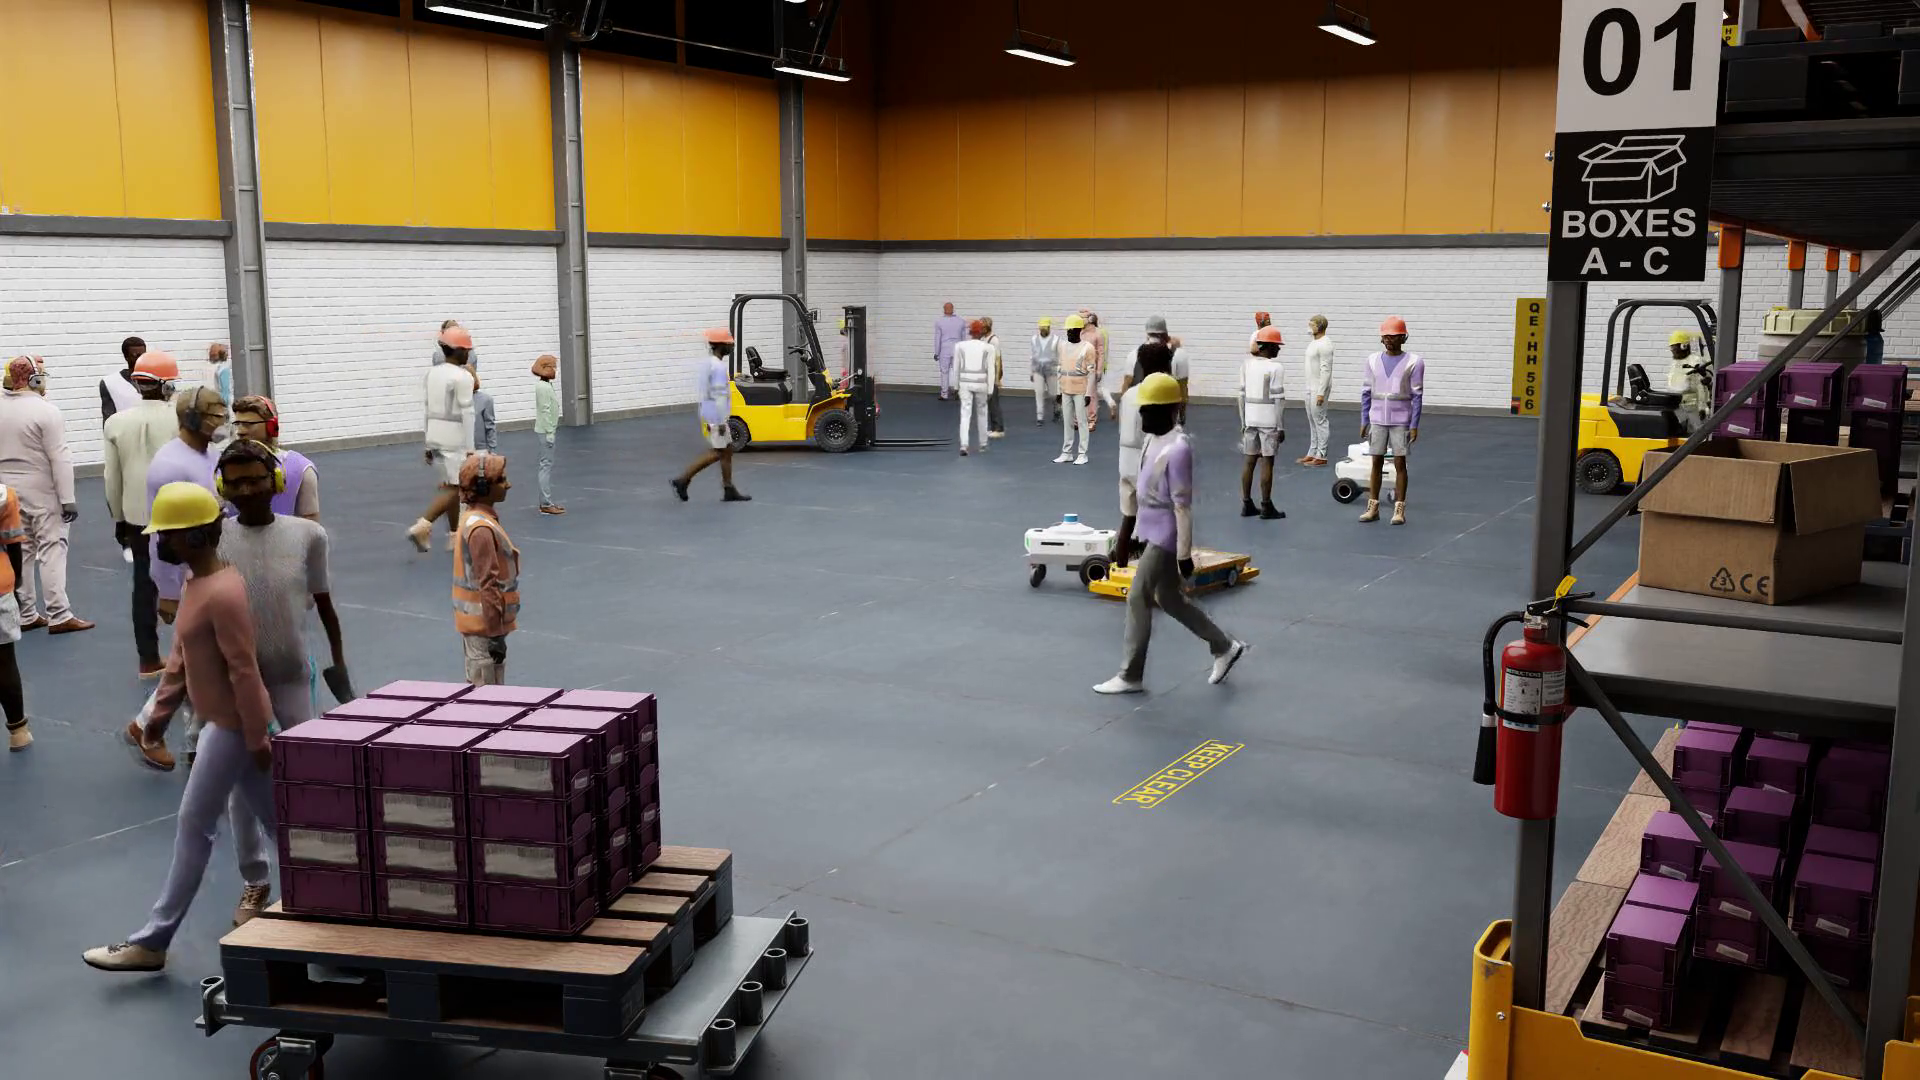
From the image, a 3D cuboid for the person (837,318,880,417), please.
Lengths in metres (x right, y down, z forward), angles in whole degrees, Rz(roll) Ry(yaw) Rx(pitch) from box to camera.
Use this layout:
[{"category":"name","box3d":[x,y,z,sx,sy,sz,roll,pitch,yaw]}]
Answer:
[{"category":"person","box3d":[-1.742,-2.759,27.181,0.772,1.738,0.525,1,9,6]}]

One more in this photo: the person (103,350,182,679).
[{"category":"person","box3d":[-4.825,-0.137,10.073,0.627,2.000,0.423,0,9,-1]}]

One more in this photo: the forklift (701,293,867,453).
[{"category":"forklift","box3d":[-2.458,-2.344,23.176,2.313,2.155,1.214,0,9,-2]}]

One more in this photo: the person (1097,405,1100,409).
[{"category":"person","box3d":[2.319,-3.214,30.149,0.542,1.696,0.316,5,11,30]}]

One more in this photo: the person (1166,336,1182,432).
[{"category":"person","box3d":[2.808,-1.868,21.931,0.310,1.640,0.514,1,9,7]}]

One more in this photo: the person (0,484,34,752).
[{"category":"person","box3d":[-5.021,0.265,8.426,0.536,1.699,0.322,-5,10,-30]}]

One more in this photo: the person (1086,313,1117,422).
[{"category":"person","box3d":[2.234,-2.837,27.417,0.713,1.819,0.650,9,12,43]}]

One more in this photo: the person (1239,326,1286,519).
[{"category":"person","box3d":[3.058,-1.180,16.712,0.370,1.933,0.550,-7,11,-37]}]

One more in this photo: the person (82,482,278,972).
[{"category":"person","box3d":[-2.698,0.657,5.893,0.866,1.719,0.516,-5,10,-29]}]

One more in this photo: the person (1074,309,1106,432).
[{"category":"person","box3d":[1.927,-2.641,25.922,0.636,1.911,0.404,5,10,29]}]

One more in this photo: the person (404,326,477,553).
[{"category":"person","box3d":[-4.485,-0.843,14.392,0.651,2.011,0.752,7,12,38]}]

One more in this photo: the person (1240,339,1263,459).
[{"category":"person","box3d":[3.929,-1.863,21.949,0.468,1.613,0.520,-5,10,-26]}]

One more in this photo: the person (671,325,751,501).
[{"category":"person","box3d":[-2.670,-1.327,17.736,0.805,1.916,0.550,-3,10,-17]}]

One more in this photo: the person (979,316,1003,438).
[{"category":"person","box3d":[0.440,-2.434,24.896,0.390,1.825,0.521,-3,10,-19]}]

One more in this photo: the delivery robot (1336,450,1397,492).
[{"category":"delivery robot","box3d":[4.403,-0.717,17.830,0.707,0.478,0.477,4,10,21]}]

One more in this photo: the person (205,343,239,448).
[{"category":"person","box3d":[-8.999,-1.611,20.427,0.541,1.591,0.831,7,12,38]}]

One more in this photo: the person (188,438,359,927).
[{"category":"person","box3d":[-2.576,0.542,6.277,0.602,1.861,0.361,-5,10,-26]}]

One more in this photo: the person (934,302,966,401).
[{"category":"person","box3d":[-0.209,-3.643,32.202,0.638,1.902,0.406,-3,10,-20]}]

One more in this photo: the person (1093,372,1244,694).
[{"category":"person","box3d":[1.248,-0.040,9.733,0.876,1.894,0.586,-1,9,-5]}]

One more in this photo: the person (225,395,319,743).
[{"category":"person","box3d":[-3.524,0.179,8.510,0.566,1.846,0.387,2,9,13]}]

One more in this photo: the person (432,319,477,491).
[{"category":"person","box3d":[-5.724,-1.521,18.834,0.366,1.939,0.635,4,10,25]}]

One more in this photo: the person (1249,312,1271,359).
[{"category":"person","box3d":[4.534,-2.494,25.077,0.350,1.882,0.583,0,9,-2]}]

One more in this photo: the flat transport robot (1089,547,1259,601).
[{"category":"flat transport robot","box3d":[1.687,0.252,12.952,0.652,0.197,1.431,8,12,39]}]

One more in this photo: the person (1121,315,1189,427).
[{"category":"person","box3d":[2.075,-1.448,18.057,0.696,2.000,0.897,4,10,23]}]

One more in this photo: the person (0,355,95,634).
[{"category":"person","box3d":[-6.286,-0.307,11.355,0.651,1.906,0.409,3,10,18]}]

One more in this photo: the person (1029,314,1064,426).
[{"category":"person","box3d":[1.416,-2.758,26.981,0.603,1.801,0.772,3,10,17]}]

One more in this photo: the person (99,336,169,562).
[{"category":"person","box3d":[-7.048,-0.785,14.291,0.391,1.922,0.587,7,12,38]}]

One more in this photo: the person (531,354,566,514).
[{"category":"person","box3d":[-4.215,-1.080,17.026,0.288,1.634,0.499,-3,9,-15]}]

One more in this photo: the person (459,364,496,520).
[{"category":"person","box3d":[-4.563,-0.824,15.457,0.503,1.627,0.278,-2,9,-12]}]

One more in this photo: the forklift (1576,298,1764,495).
[{"category":"forklift","box3d":[7.954,-1.589,18.462,2.313,2.155,1.214,5,11,30]}]

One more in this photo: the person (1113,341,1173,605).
[{"category":"person","box3d":[1.386,-0.511,12.466,0.373,1.961,0.632,-3,10,-18]}]

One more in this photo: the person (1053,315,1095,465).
[{"category":"person","box3d":[1.474,-1.933,21.441,0.586,1.928,0.364,8,12,42]}]

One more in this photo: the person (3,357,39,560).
[{"category":"person","box3d":[-8.028,-0.690,14.300,0.360,1.752,0.494,-4,10,-21]}]

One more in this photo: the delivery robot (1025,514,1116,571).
[{"category":"delivery robot","box3d":[0.870,0.036,13.126,0.707,0.478,0.477,2,9,10]}]

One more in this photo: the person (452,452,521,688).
[{"category":"person","box3d":[-2.178,0.415,7.678,0.308,1.641,0.516,-4,10,-21]}]

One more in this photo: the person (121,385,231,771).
[{"category":"person","box3d":[-3.781,0.197,8.150,0.472,1.918,0.633,-1,9,-8]}]

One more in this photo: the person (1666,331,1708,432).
[{"category":"person","box3d":[8.907,-1.649,20.197,0.866,1.783,0.628,-3,10,-19]}]

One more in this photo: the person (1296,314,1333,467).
[{"category":"person","box3d":[4.543,-1.897,21.183,0.372,1.940,0.630,-1,9,-5]}]

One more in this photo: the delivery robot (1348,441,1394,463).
[{"category":"delivery robot","box3d":[4.852,-0.987,19.515,0.477,0.478,0.707,-2,9,-14]}]

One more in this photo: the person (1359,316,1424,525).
[{"category":"person","box3d":[4.220,-1.171,16.321,0.608,2.044,0.370,6,11,32]}]

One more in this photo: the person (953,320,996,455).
[{"category":"person","box3d":[0.187,-2.070,22.597,0.587,1.844,0.983,1,9,8]}]
